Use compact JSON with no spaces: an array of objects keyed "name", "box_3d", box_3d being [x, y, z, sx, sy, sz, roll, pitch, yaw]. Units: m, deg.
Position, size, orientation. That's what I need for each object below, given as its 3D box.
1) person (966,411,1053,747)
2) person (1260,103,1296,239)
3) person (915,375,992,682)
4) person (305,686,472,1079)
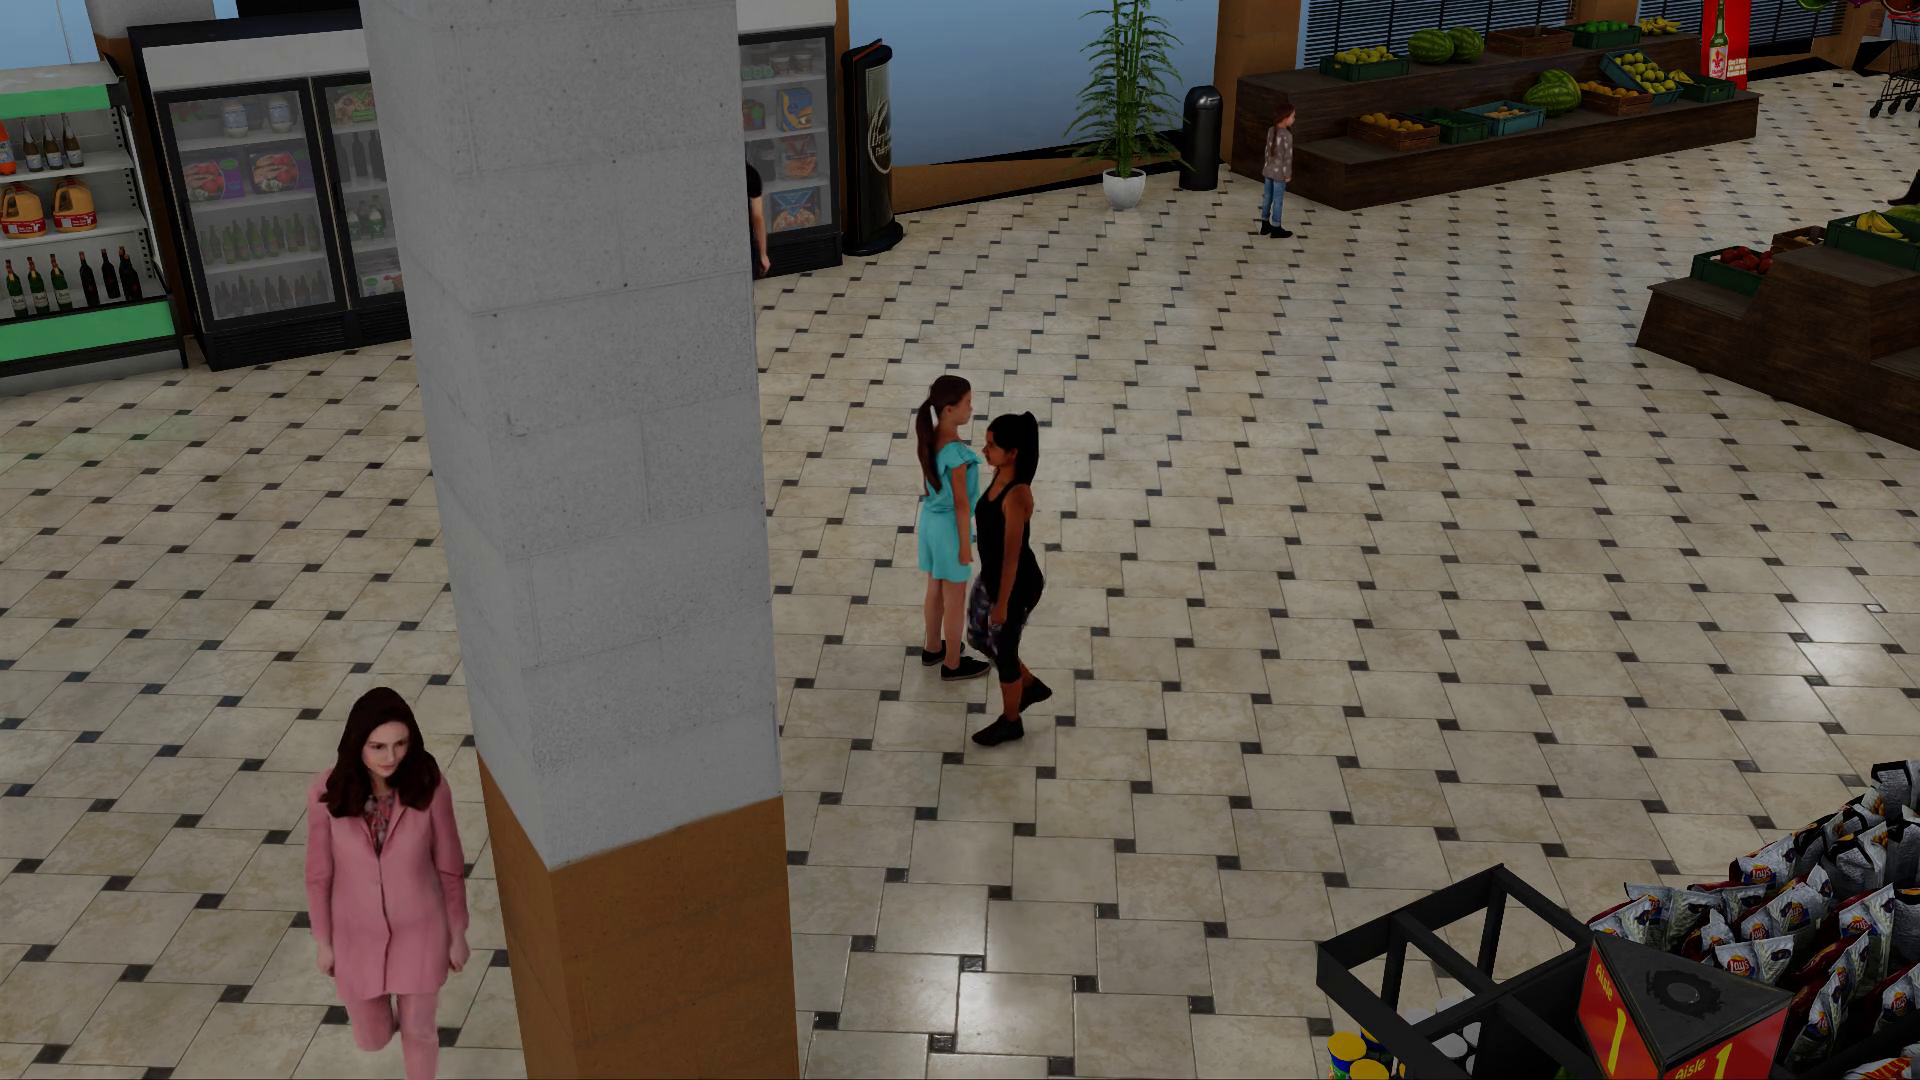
[{"name":"person","box_3d":[0.289,0.196,7.476,0.706,1.632,0.664,-6,28,-12]},{"name":"person","box_3d":[2.835,-3.310,14.876,0.463,1.193,0.474,-14,30,-25]},{"name":"person","box_3d":[-0.059,-0.061,8.067,0.521,1.557,0.542,-14,30,-25]},{"name":"person","box_3d":[-1.799,1.205,5.328,0.846,1.776,0.853,-5,27,-9]}]
